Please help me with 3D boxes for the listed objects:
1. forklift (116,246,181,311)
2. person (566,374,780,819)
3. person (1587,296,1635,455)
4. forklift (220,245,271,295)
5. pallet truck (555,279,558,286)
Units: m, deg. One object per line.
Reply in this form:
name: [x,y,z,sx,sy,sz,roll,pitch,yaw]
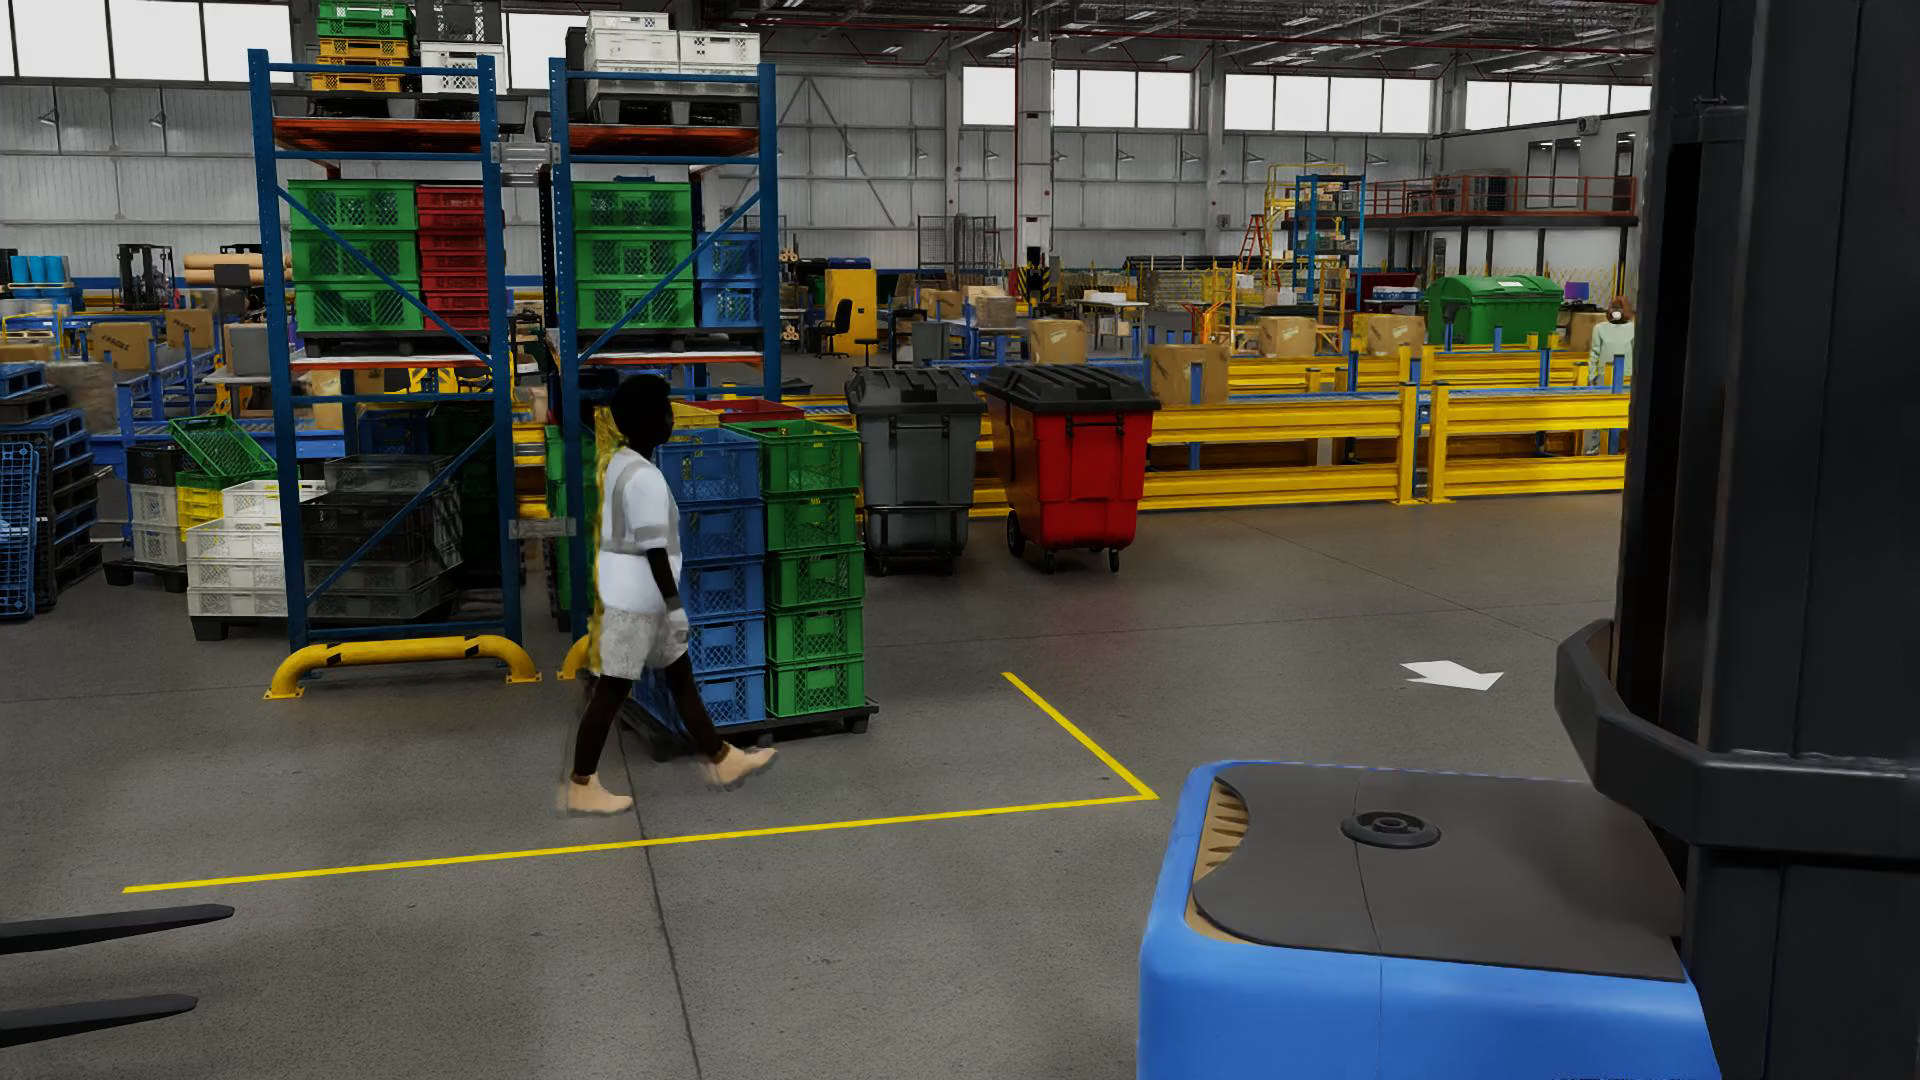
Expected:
forklift: [-19.966,-6.232,40.894,1.157,1.987,2.680,-3,10,-15]
person: [-1.110,0.210,6.220,0.850,1.648,0.550,-3,10,-16]
person: [6.634,-1.655,16.855,0.507,1.631,0.268,5,11,28]
forklift: [-17.749,-6.334,41.440,1.157,1.987,2.680,-3,10,-17]
pallet truck: [-10.604,-6.375,44.520,0.653,1.274,1.630,-3,10,-15]
